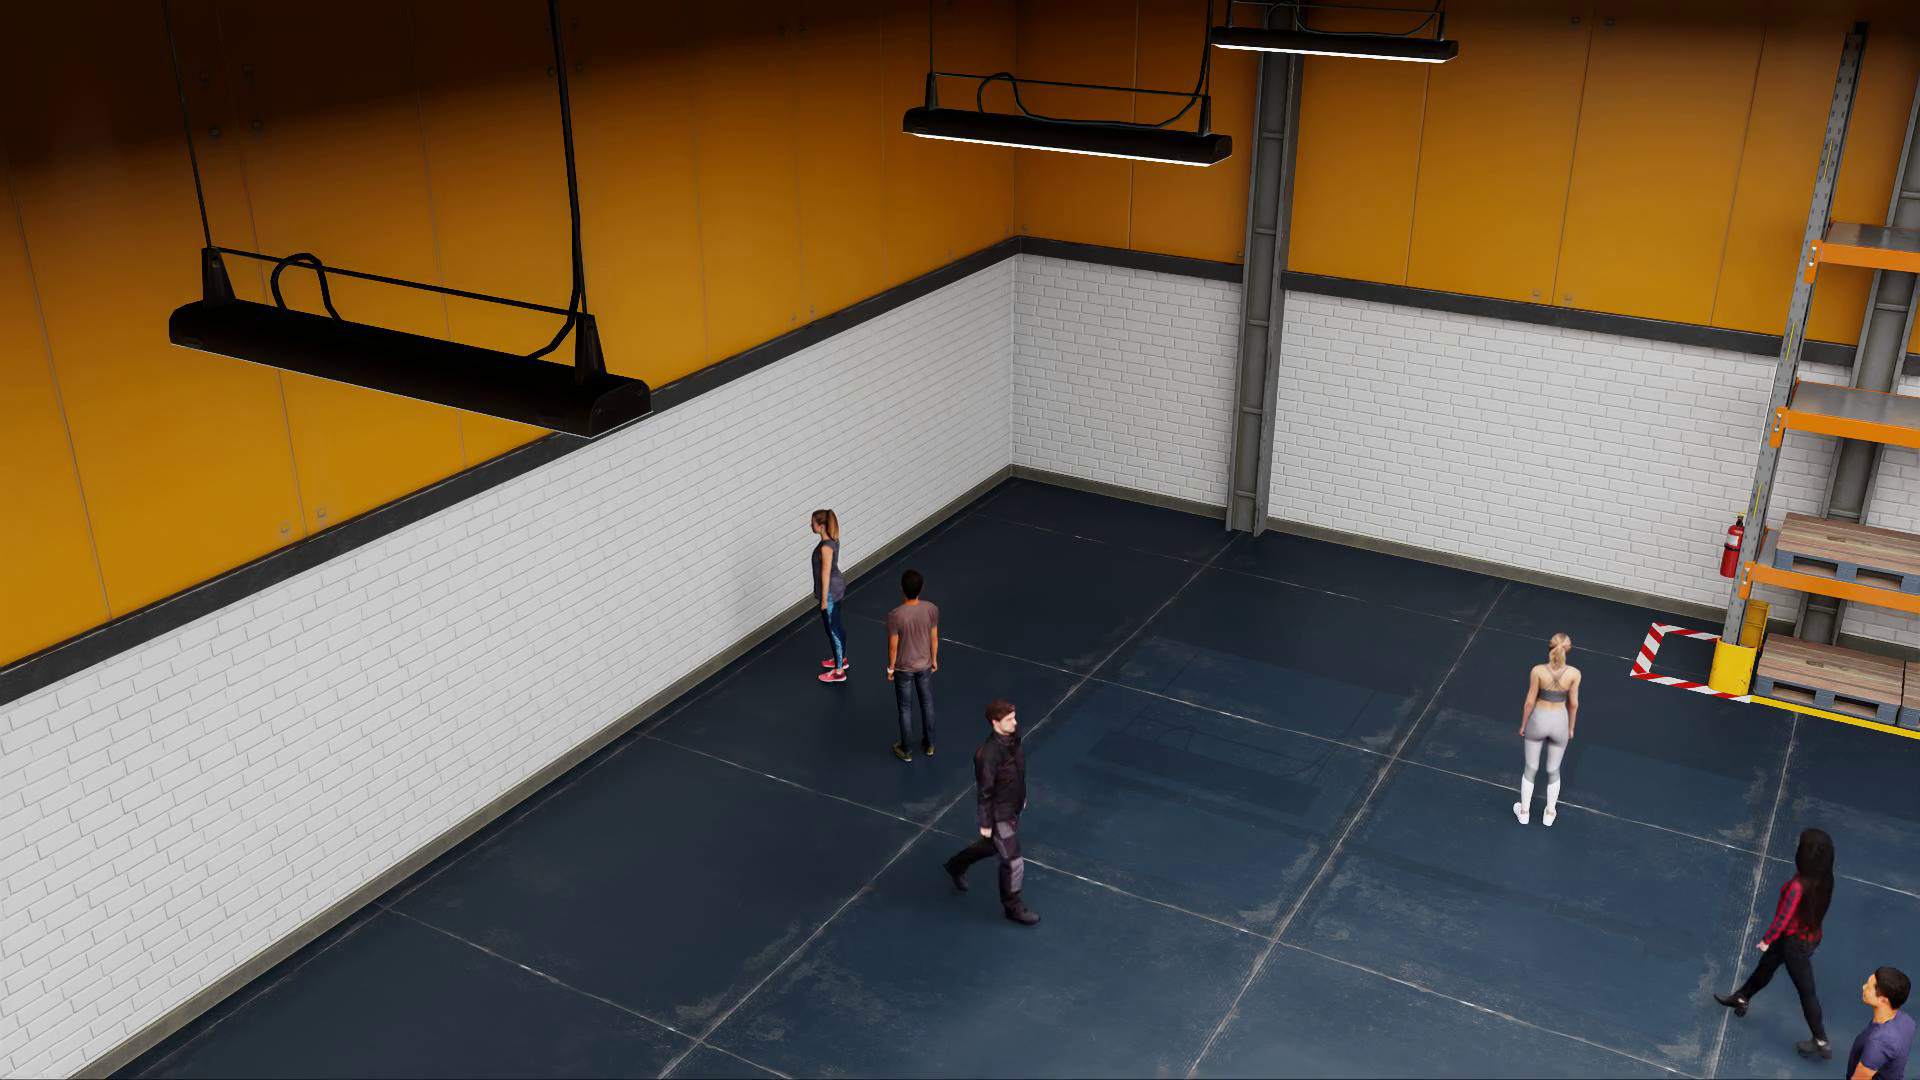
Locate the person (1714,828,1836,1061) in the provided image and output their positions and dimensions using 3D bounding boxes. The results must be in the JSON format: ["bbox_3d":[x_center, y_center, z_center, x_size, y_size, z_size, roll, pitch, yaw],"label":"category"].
[{"bbox_3d":[5.578,2.683,10.906,0.821,1.611,1.114,-19,30,-37],"label":"person"}]

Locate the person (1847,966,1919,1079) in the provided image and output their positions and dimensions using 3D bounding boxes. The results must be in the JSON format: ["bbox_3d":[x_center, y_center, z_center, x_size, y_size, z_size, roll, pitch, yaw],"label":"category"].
[{"bbox_3d":[5.245,3.255,9.435,1.107,1.741,0.721,16,28,32],"label":"person"}]

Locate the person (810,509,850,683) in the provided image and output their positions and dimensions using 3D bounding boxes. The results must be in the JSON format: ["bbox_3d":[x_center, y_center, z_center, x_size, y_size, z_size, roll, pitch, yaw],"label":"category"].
[{"bbox_3d":[-1.226,0.503,15.754,0.667,1.722,0.641,1,24,2],"label":"person"}]

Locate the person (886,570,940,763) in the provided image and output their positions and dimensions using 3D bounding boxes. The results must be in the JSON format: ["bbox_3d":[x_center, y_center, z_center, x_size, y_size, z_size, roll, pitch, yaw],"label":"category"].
[{"bbox_3d":[-0.398,1.078,14.366,0.712,1.779,0.741,-10,25,-21],"label":"person"}]

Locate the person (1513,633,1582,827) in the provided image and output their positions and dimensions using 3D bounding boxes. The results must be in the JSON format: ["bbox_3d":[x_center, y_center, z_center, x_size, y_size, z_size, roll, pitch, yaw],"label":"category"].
[{"bbox_3d":[4.748,1.522,13.447,0.564,1.703,0.697,5,24,11],"label":"person"}]

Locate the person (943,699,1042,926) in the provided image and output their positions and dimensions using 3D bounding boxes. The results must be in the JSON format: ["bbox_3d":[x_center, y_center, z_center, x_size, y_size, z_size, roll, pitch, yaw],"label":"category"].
[{"bbox_3d":[0.226,1.963,12.295,1.120,1.817,0.826,9,25,19],"label":"person"}]
